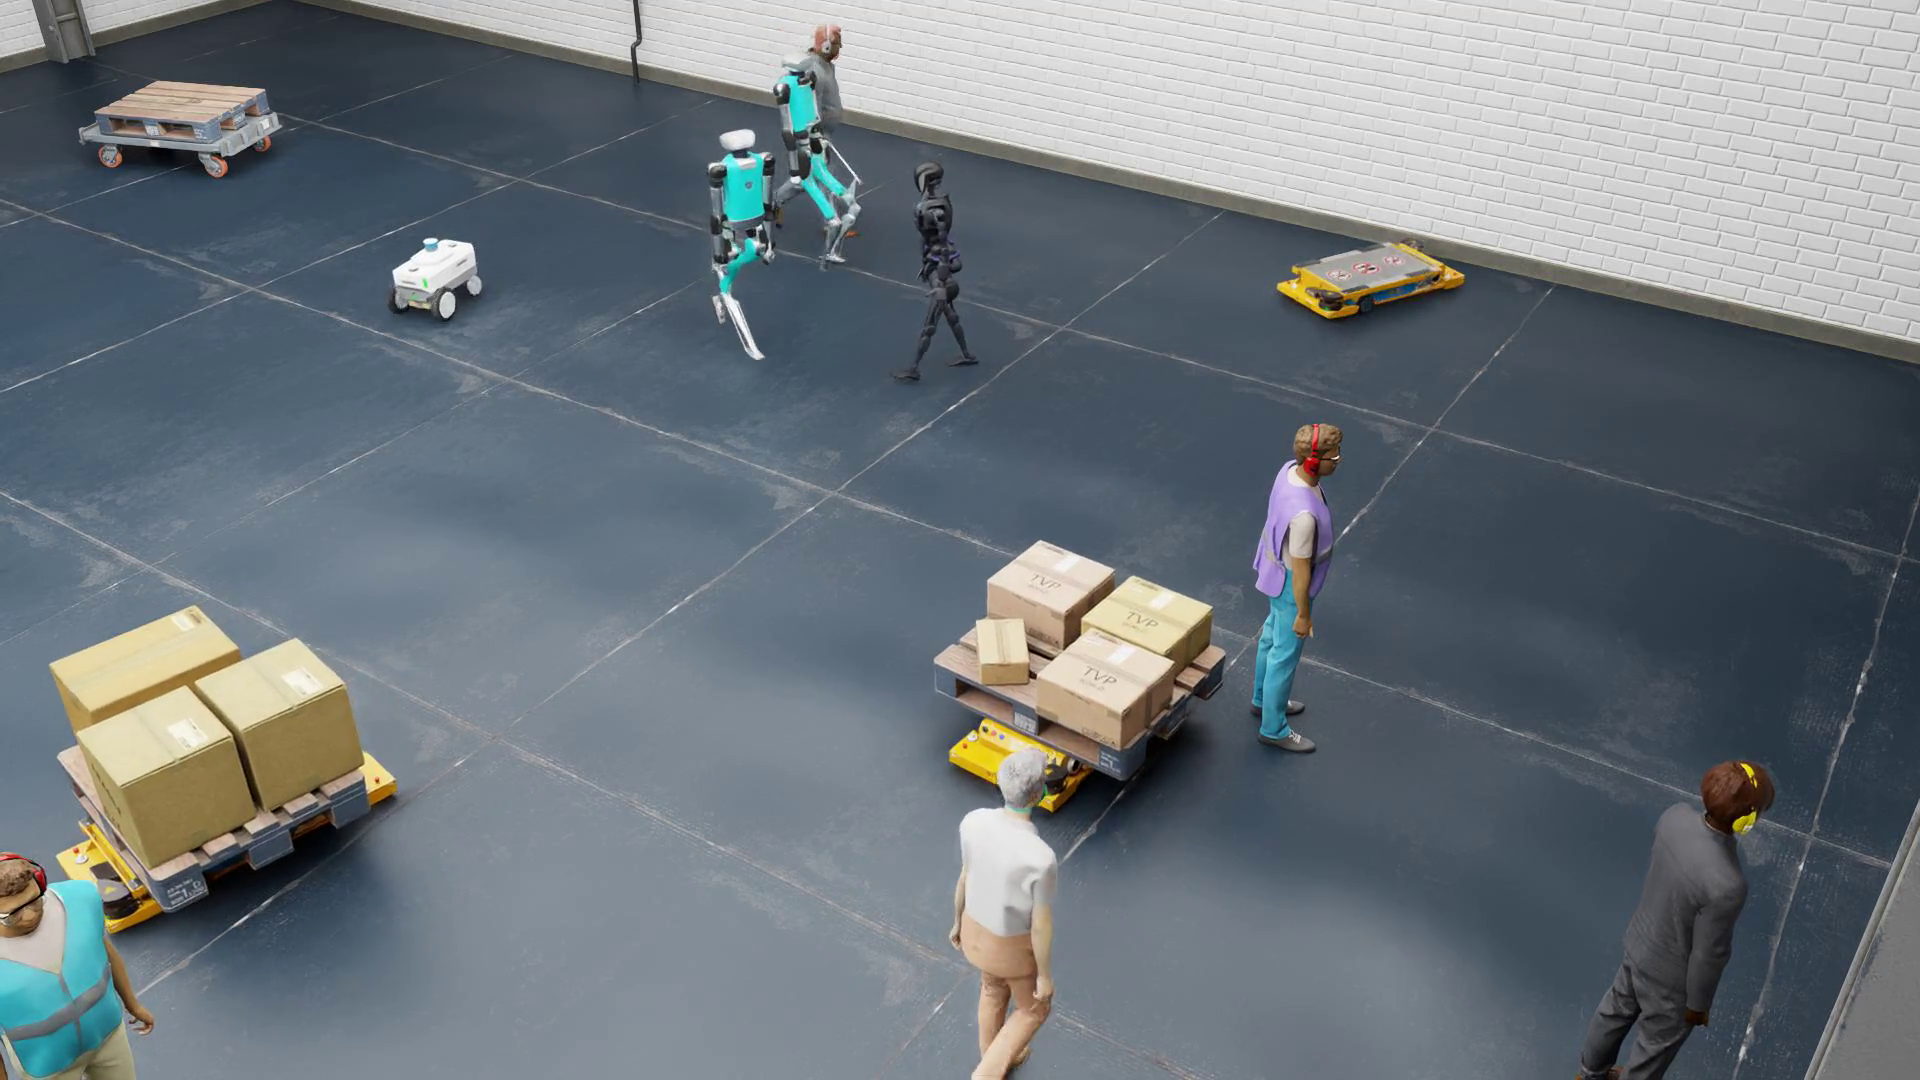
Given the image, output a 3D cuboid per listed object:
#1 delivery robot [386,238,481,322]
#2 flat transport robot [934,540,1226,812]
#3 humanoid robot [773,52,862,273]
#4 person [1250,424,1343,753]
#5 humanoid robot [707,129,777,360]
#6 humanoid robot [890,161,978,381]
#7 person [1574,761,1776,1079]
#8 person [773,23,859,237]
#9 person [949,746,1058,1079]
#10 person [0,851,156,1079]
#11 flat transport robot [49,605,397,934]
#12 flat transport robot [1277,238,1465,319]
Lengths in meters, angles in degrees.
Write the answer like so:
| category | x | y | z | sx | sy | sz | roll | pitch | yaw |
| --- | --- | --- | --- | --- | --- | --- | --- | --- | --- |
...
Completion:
| category | x | y | z | sx | sy | sz | roll | pitch | yaw |
| --- | --- | --- | --- | --- | --- | --- | --- | --- | --- |
| delivery robot | -4.189 | -2.087 | 13.256 | 0.499 | 0.612 | 0.796 | 11 | 34 | 17 |
| flat transport robot | 0.629 | 0.880 | 8.886 | 0.659 | 0.231 | 1.431 | 22 | 39 | 30 |
| humanoid robot | -1.104 | -3.071 | 13.704 | 0.774 | 1.800 | 0.542 | 14 | 35 | 21 |
| person | 1.683 | 0.231 | 8.439 | 0.391 | 1.846 | 0.563 | 1 | 33 | 2 |
| humanoid robot | -1.767 | -2.293 | 12.480 | 0.536 | 1.769 | 0.955 | -21 | 38 | -29 |
| humanoid robot | -0.201 | -1.947 | 12.011 | 0.729 | 1.623 | 0.605 | -9 | 34 | -14 |
| person | 2.701 | 1.588 | 6.315 | 0.353 | 1.866 | 0.489 | -4 | 33 | -6 |
| person | -1.311 | -3.477 | 14.205 | 0.759 | 1.865 | 0.651 | -2 | 33 | -3 |
| person | 0.157 | 1.582 | 6.471 | 0.504 | 1.709 | 0.551 | 27 | 41 | 35 |
| person | -3.208 | 1.813 | 5.977 | 0.373 | 1.843 | 0.568 | 17 | 36 | 24 |
| flat transport robot | -3.585 | 1.348 | 8.158 | 1.431 | 0.231 | 0.659 | -28 | 42 | -36 |
| flat transport robot | 3.365 | -2.137 | 13.581 | 1.431 | 0.231 | 0.659 | -17 | 36 | -24 |
